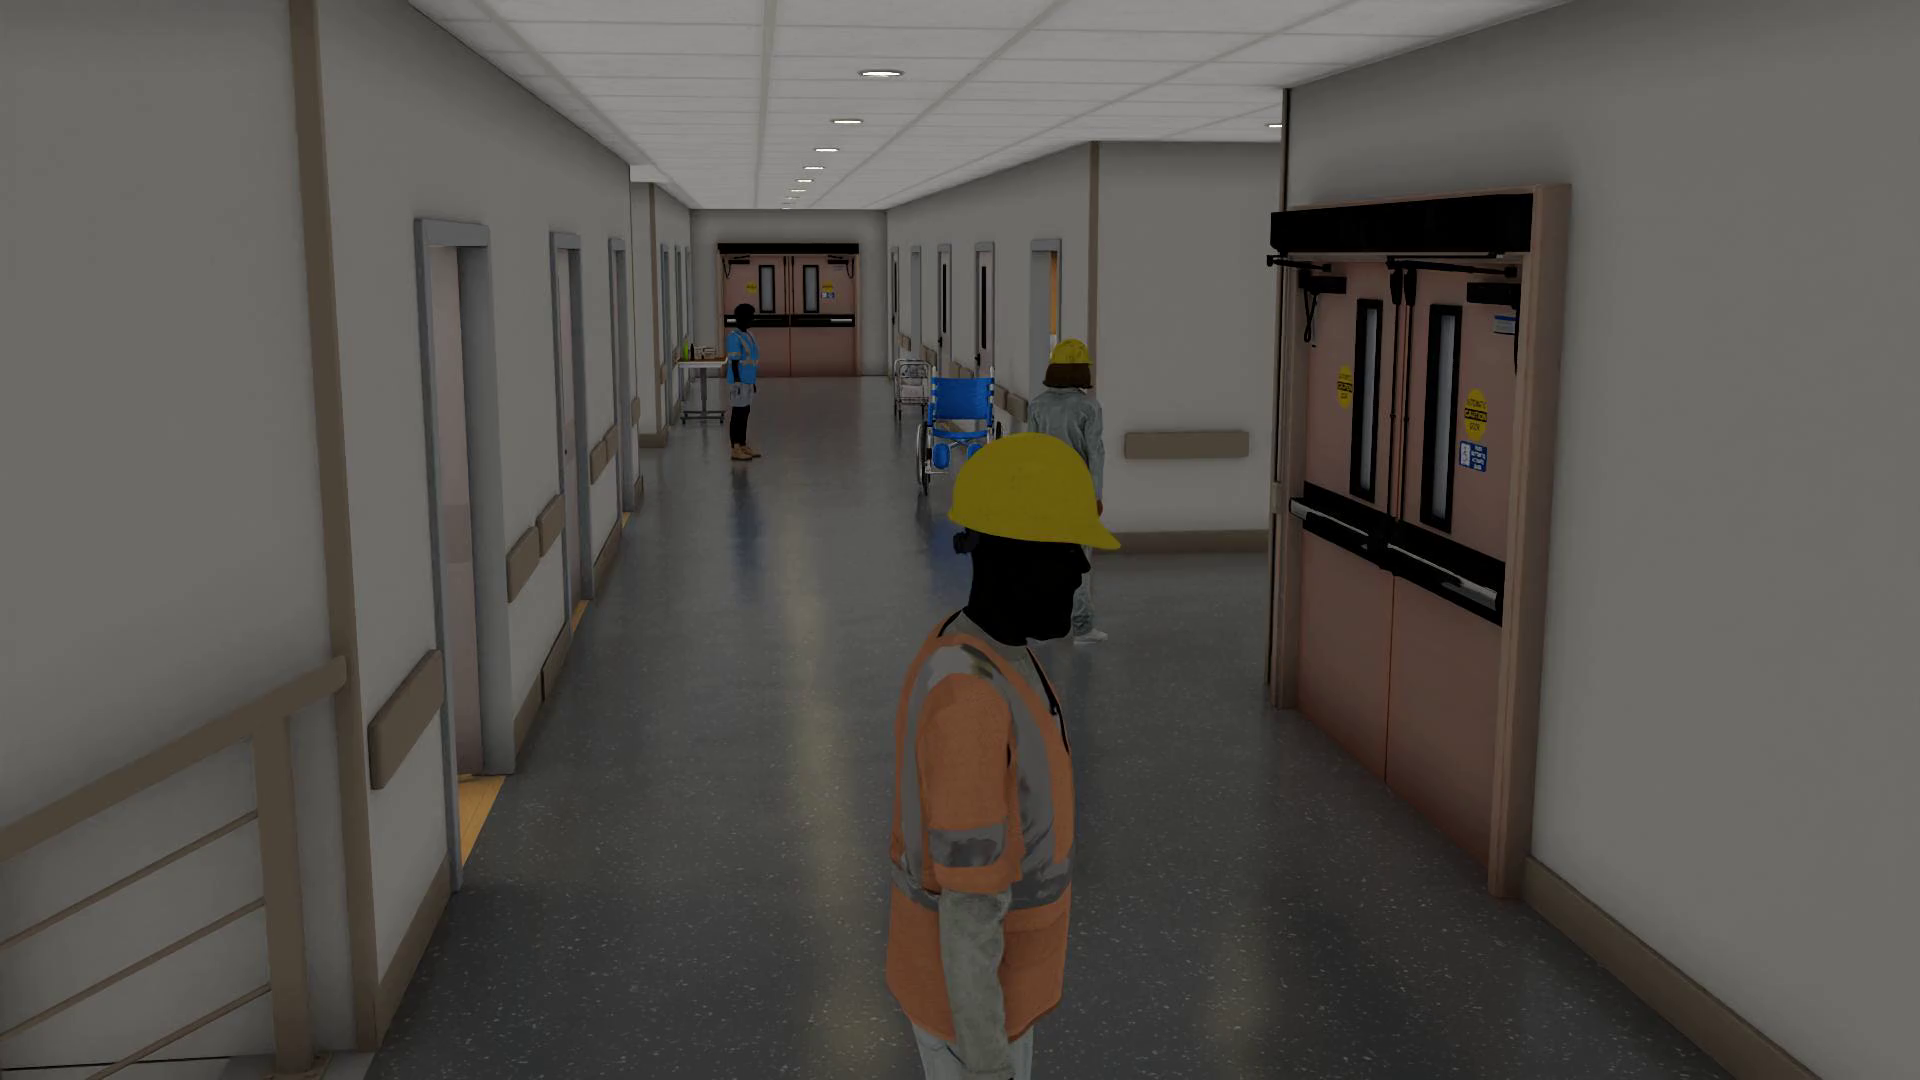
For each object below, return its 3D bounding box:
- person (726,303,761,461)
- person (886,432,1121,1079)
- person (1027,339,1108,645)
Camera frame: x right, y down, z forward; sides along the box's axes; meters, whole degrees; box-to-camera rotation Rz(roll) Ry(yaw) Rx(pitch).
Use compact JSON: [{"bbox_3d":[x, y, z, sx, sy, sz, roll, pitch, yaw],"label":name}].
[{"bbox_3d":[-2.347,-1.712,18.010,0.320,1.693,0.531,2,10,13],"label":"person"},{"bbox_3d":[0.074,0.766,2.937,0.393,1.918,0.585,1,10,6],"label":"person"},{"bbox_3d":[0.613,-0.275,9.508,0.487,1.741,0.313,7,12,34],"label":"person"}]
